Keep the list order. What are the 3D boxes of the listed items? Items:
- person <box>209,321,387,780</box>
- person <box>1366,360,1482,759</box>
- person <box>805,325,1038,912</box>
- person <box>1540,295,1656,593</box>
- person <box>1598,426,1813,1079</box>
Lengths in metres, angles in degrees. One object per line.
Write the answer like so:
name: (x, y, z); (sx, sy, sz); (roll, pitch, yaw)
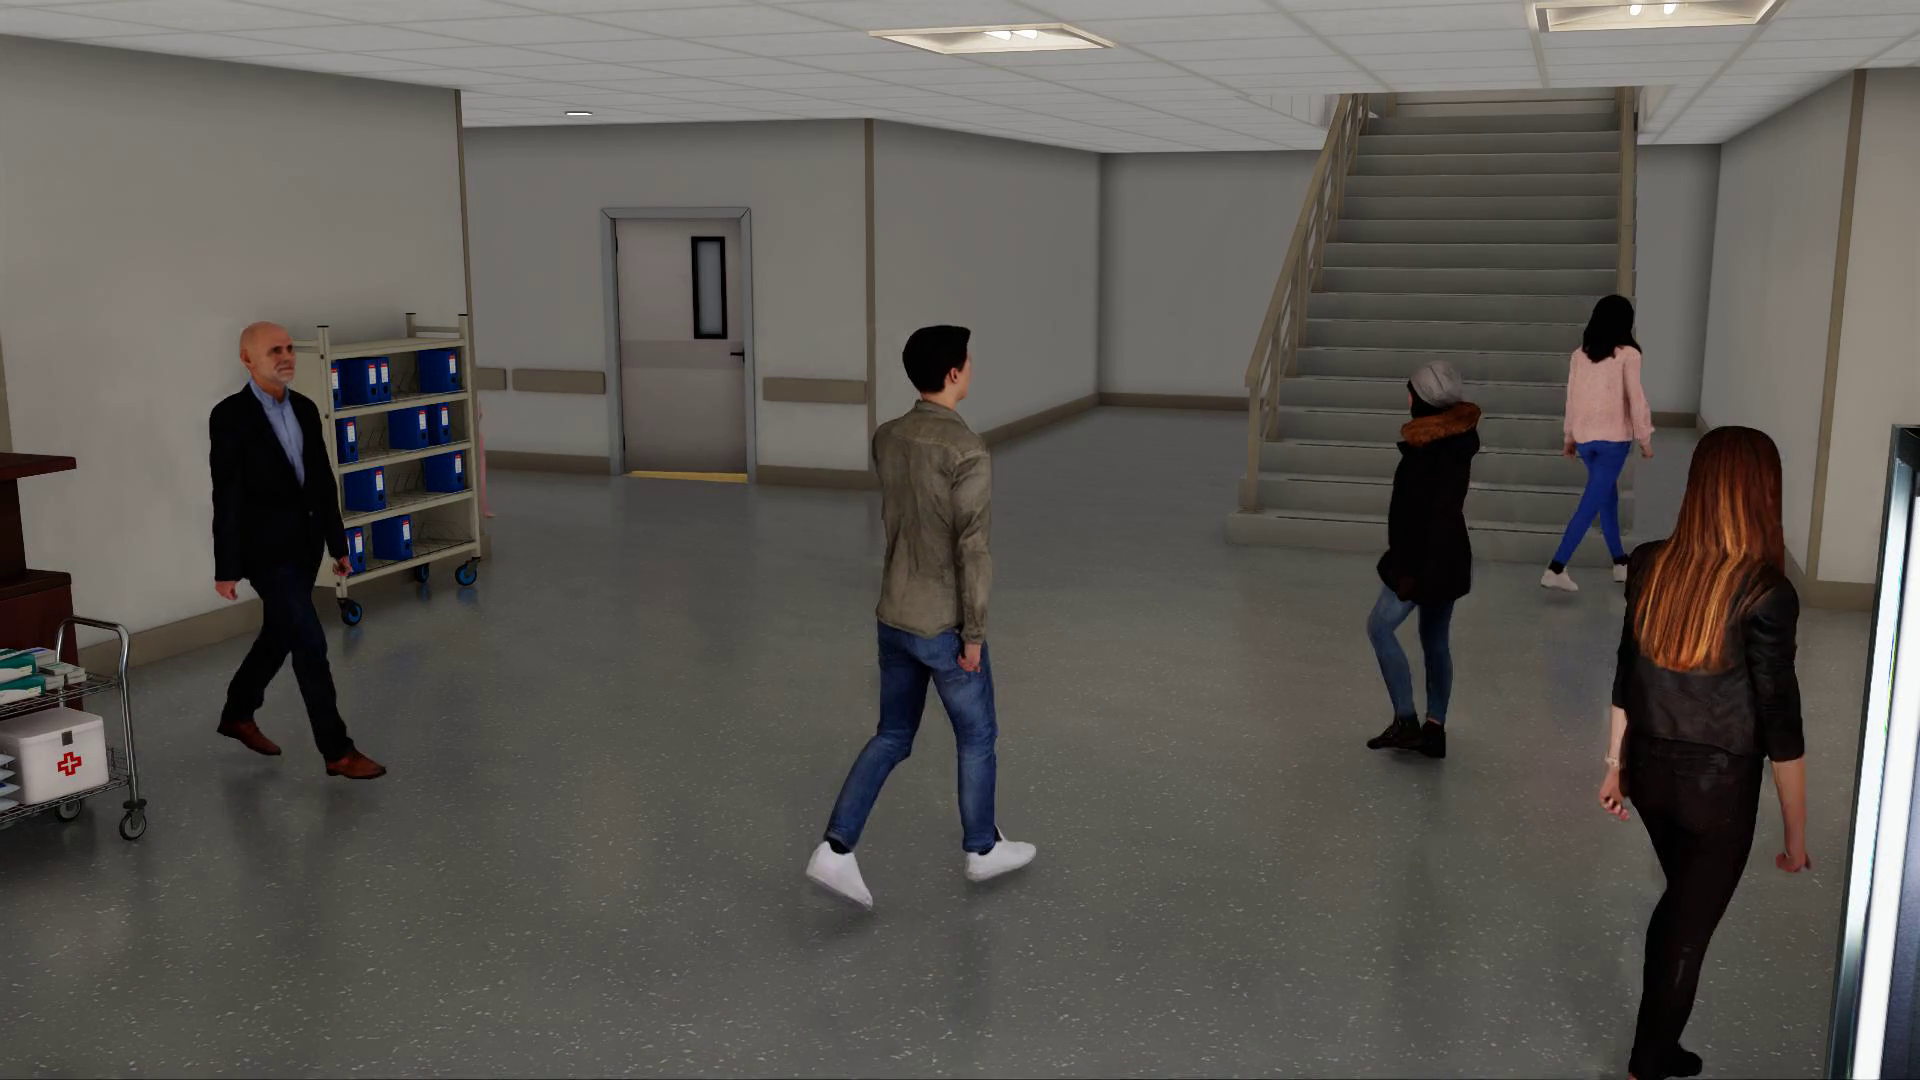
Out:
person: (-2.728, 0.054, 6.558); (0.789, 1.764, 1.087); (5, 12, 23)
person: (1.945, 0.098, 6.694); (0.796, 1.628, 0.672); (9, 14, 40)
person: (-0.166, 0.263, 5.223); (1.248, 1.850, 1.019); (-11, 15, -44)
person: (3.676, -0.514, 9.661); (1.222, 1.722, 1.155); (-5, 12, -26)
person: (1.645, 0.592, 3.897); (0.813, 1.699, 0.751); (-5, 12, -24)
